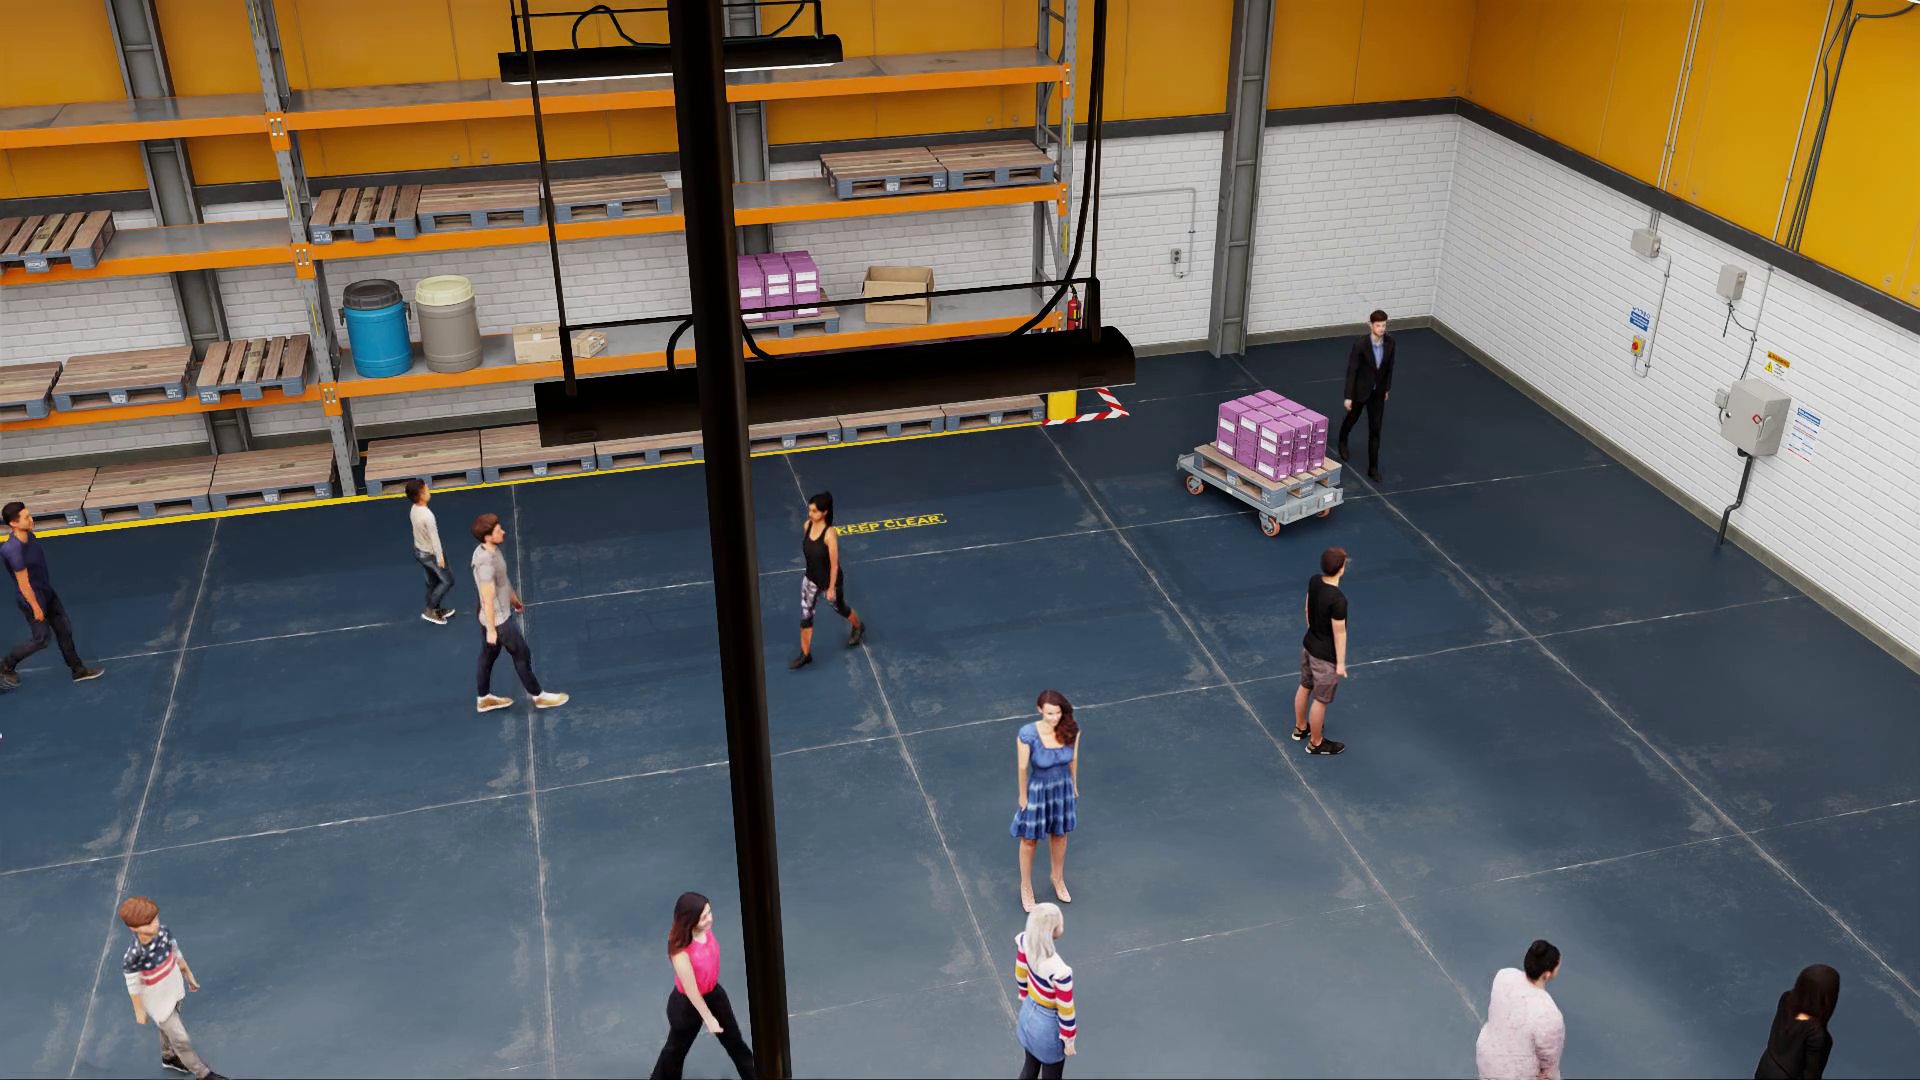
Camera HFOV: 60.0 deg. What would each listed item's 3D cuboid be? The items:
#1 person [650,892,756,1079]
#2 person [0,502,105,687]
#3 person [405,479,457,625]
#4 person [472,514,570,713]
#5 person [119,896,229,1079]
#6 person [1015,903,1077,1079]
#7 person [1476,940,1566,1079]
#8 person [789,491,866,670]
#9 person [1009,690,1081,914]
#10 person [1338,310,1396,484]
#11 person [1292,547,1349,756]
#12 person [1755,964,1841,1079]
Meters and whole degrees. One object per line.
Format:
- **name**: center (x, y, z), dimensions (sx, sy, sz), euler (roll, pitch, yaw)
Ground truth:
- **person**: center (-1.677, 2.823, 10.131), dimensions (1.137, 1.613, 0.933), euler (8, 30, 14)
- **person**: center (-7.982, 0.506, 14.211), dimensions (1.076, 1.773, 0.727), euler (-4, 29, -7)
- **person**: center (-4.904, 0.147, 15.203), dimensions (0.717, 1.453, 0.674), euler (-24, 37, -37)
- **person**: center (-3.957, 0.650, 13.852), dimensions (0.977, 1.864, 0.664), euler (-8, 30, -14)
- **person**: center (-5.037, 2.798, 10.374), dimensions (0.892, 1.423, 0.752), euler (6, 29, 11)
- **person**: center (0.496, 2.861, 9.857), dimensions (0.625, 1.809, 0.709), euler (-17, 33, -29)
- **person**: center (3.151, 3.028, 9.632), dimensions (0.859, 1.731, 0.755), euler (-12, 31, -20)
- **person**: center (-1.136, 0.319, 14.714), dimensions (1.000, 1.620, 1.178), euler (23, 36, 35)
- **person**: center (0.620, 1.834, 11.741), dimensions (0.544, 1.806, 0.754), euler (-11, 31, -20)
- **person**: center (4.382, -1.635, 18.059), dimensions (1.176, 1.846, 0.849), euler (-5, 29, -8)
- **person**: center (2.923, 0.873, 13.446), dimensions (0.591, 1.862, 0.676), euler (-9, 30, -17)
- **person**: center (4.772, 3.092, 9.604), dimensions (0.563, 1.646, 0.609), euler (-2, 29, -4)
